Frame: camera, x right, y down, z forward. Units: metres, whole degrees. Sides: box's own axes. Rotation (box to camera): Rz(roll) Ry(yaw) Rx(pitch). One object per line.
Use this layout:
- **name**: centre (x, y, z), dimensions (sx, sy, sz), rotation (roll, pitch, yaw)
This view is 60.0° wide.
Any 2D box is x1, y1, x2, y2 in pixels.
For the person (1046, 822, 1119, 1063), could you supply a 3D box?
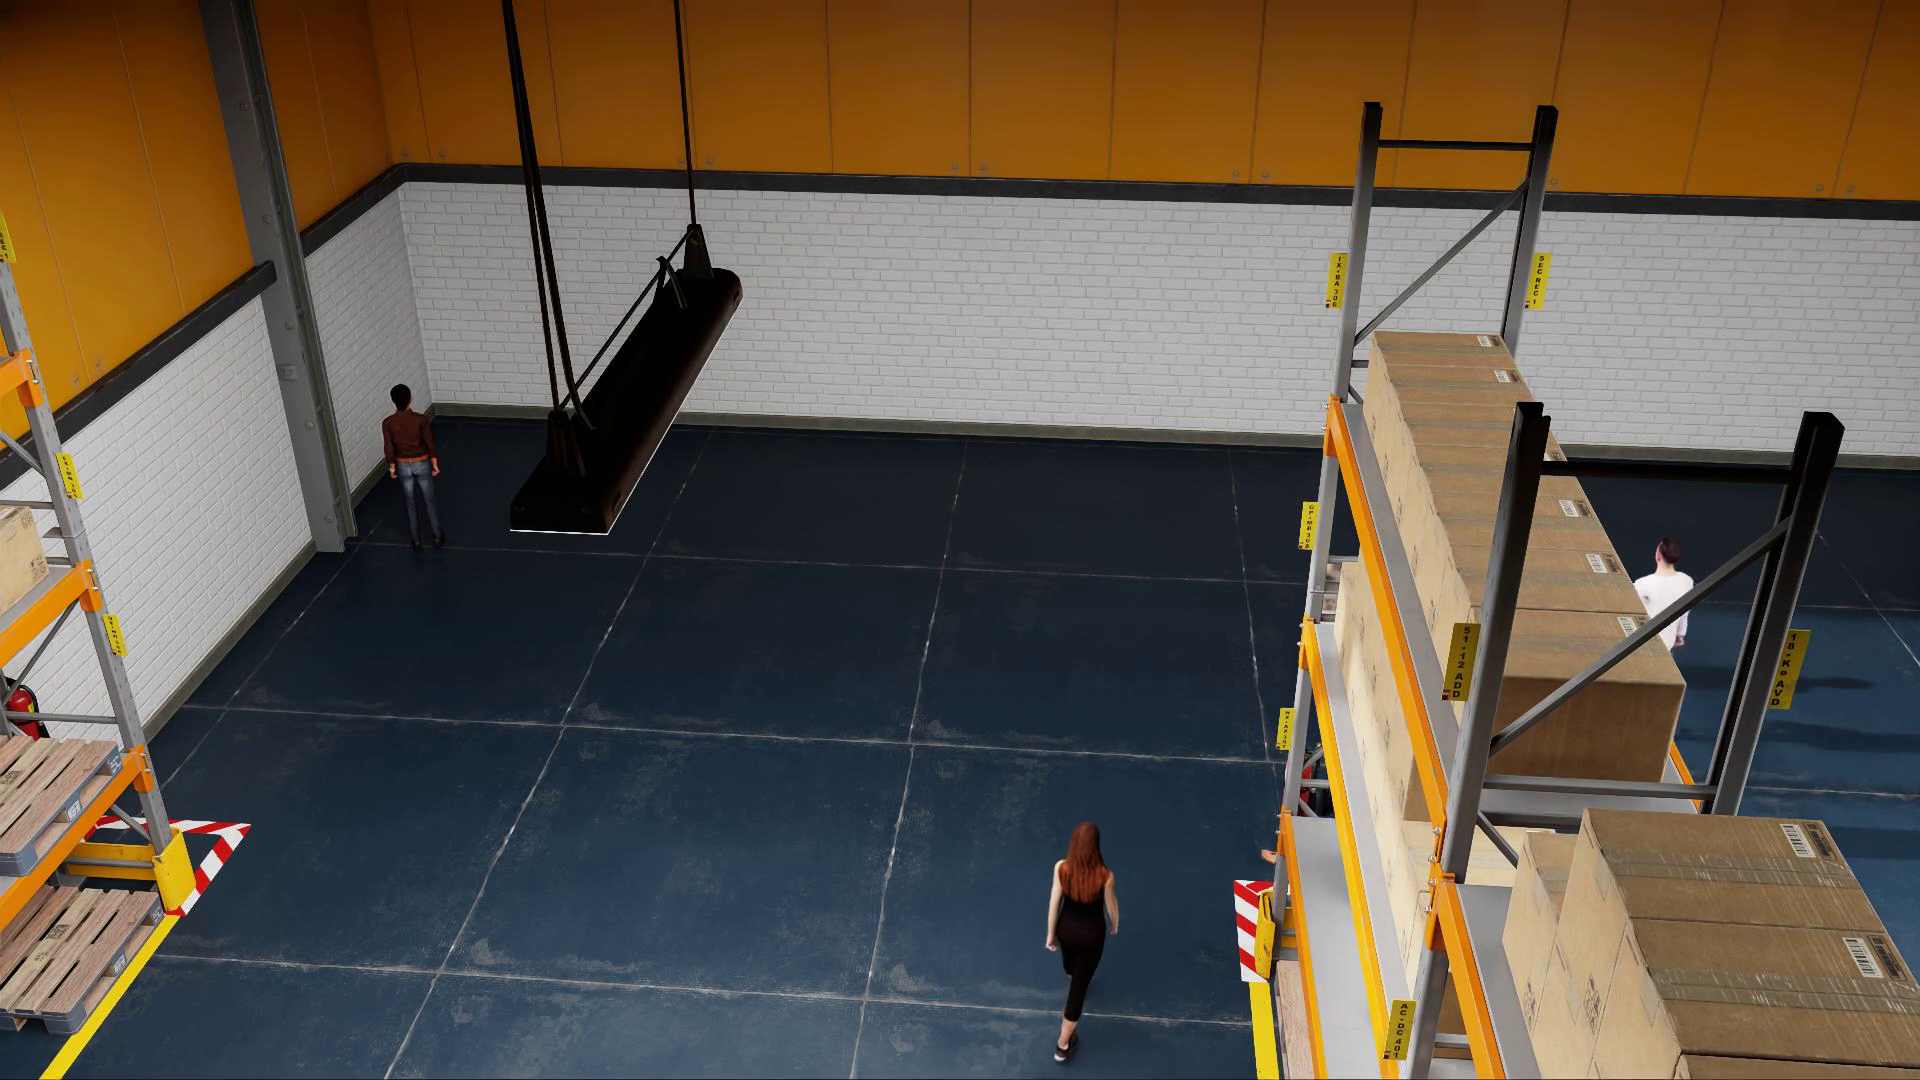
- **person**: centre (0.734, 2.596, 10.622), dimensions (0.829, 1.693, 1.123), rotation (13, 31, 23)

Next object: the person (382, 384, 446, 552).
- **person**: centre (-5.458, -0.726, 16.619), dimensions (0.708, 1.782, 0.651), rotation (-7, 29, -13)

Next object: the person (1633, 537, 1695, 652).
- **person**: centre (5.743, 0.839, 13.699), dimensions (0.750, 1.831, 0.698), rotation (-4, 29, -7)
